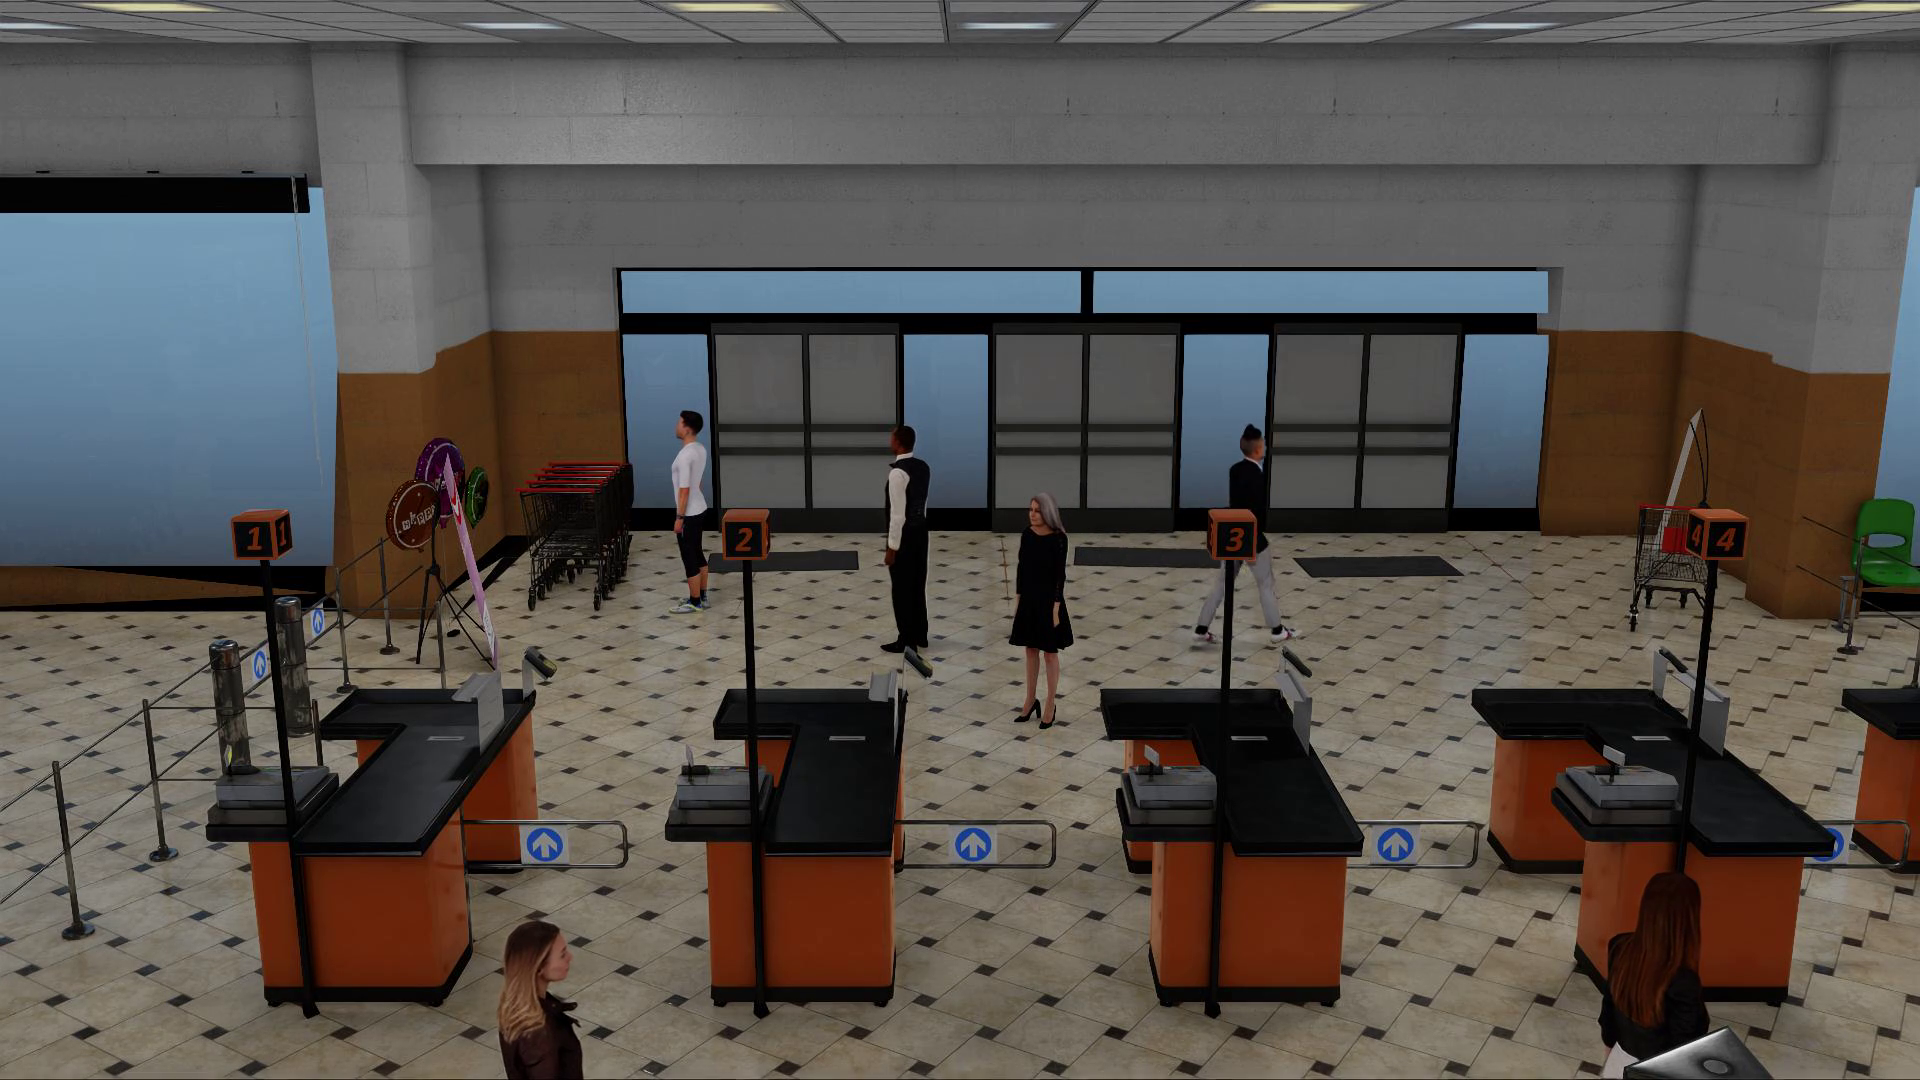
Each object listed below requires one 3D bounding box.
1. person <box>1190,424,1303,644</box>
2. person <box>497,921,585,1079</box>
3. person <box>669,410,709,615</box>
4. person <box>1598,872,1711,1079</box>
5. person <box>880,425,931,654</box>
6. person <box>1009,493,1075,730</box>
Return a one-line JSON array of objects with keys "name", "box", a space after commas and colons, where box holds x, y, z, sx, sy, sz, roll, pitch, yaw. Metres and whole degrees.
[{"name": "person", "box": [2.293, 0.000, 13.909, 1.073, 1.902, 1.268, -5, 15, -20]}, {"name": "person", "box": [-1.434, 2.094, 5.693, 0.733, 1.704, 0.590, -6, 15, -25]}, {"name": "person", "box": [-2.443, -0.264, 15.099, 0.763, 1.853, 0.561, 2, 14, 9]}, {"name": "person", "box": [2.507, 2.002, 6.074, 0.731, 1.703, 0.566, -4, 14, -18]}, {"name": "person", "box": [-0.445, 0.009, 13.920, 0.842, 1.879, 0.699, 7, 15, 27]}, {"name": "person", "box": [0.585, 0.505, 12.152, 0.697, 1.747, 0.746, 11, 18, 39]}]
